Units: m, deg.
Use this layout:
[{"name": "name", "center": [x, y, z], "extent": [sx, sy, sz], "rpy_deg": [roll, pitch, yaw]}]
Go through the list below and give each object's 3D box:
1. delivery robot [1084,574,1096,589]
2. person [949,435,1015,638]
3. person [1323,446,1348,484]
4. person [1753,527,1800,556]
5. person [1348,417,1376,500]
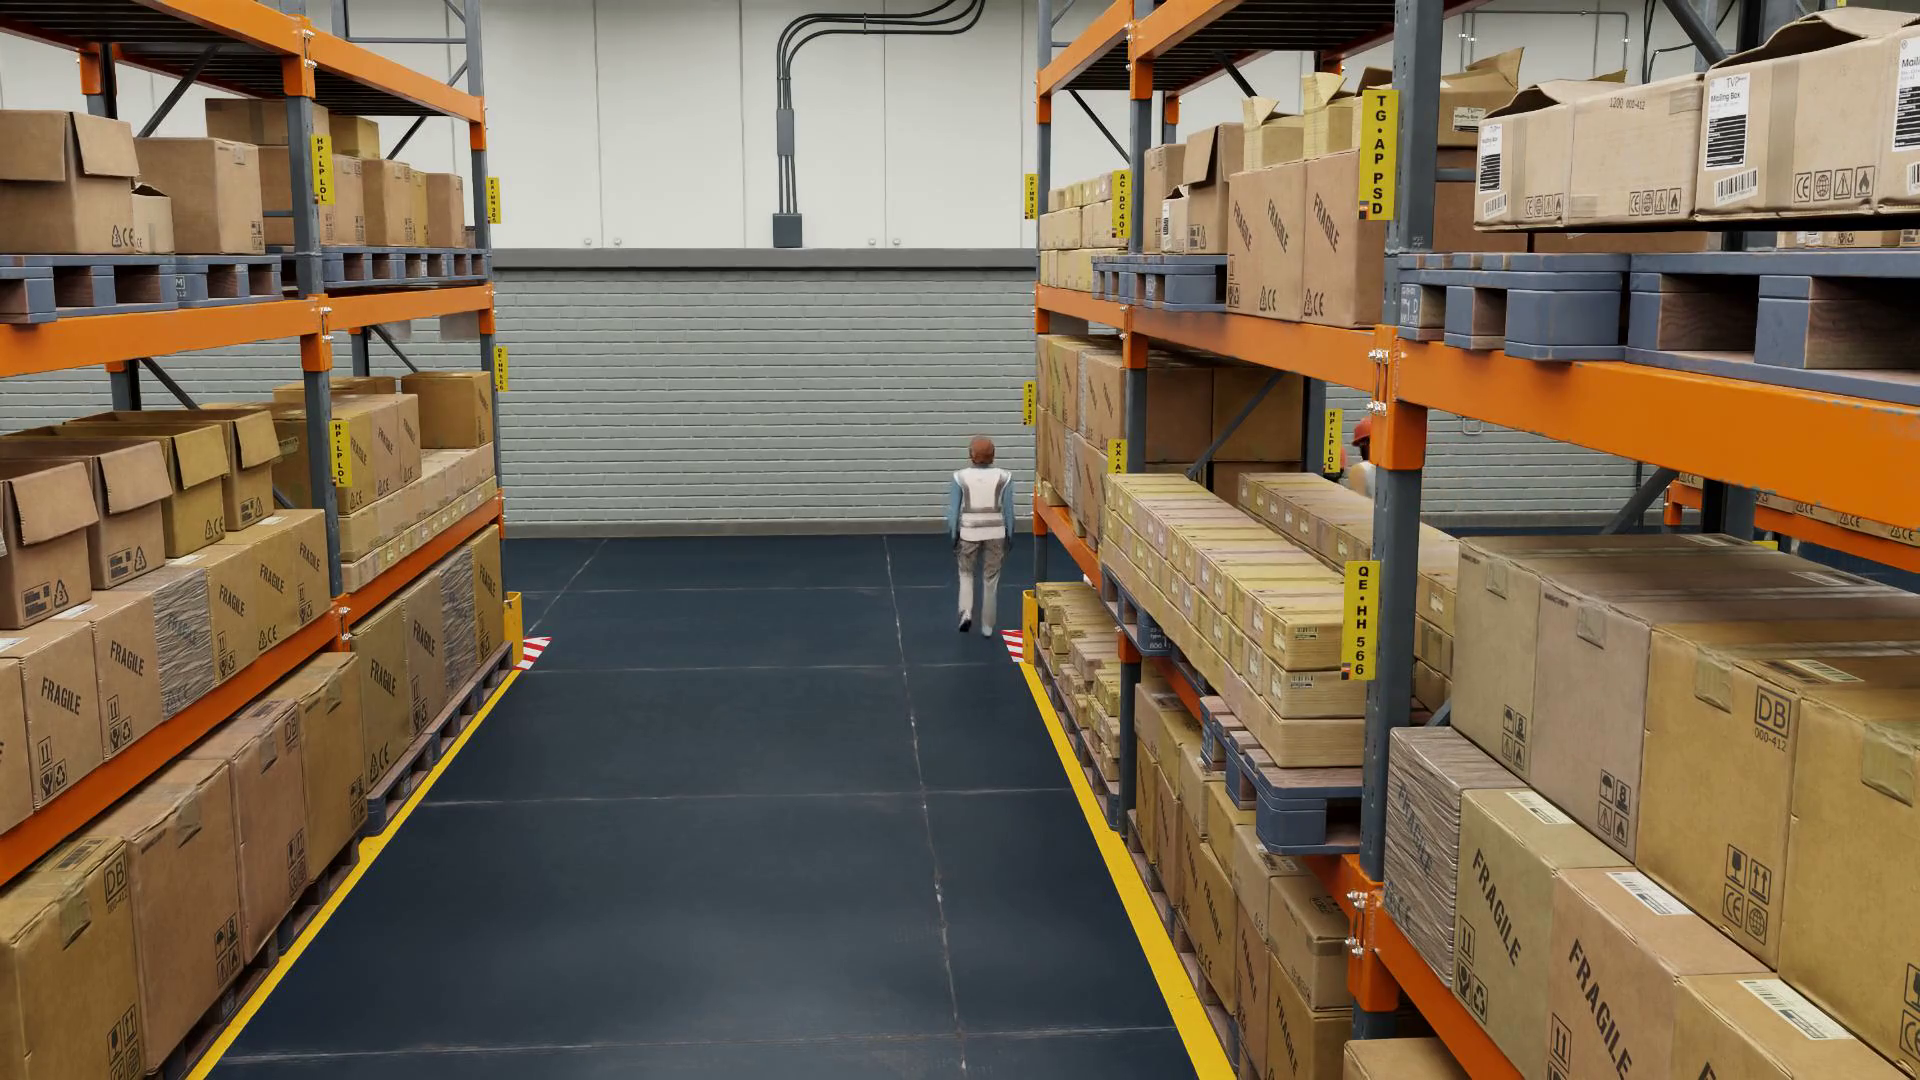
[{"name": "delivery robot", "center": [1.349, 0.406, 13.644], "extent": [0.477, 0.478, 0.707], "rpy_deg": [-9, 13, -42]}, {"name": "person", "center": [0.180, -0.021, 13.298], "extent": [0.530, 1.627, 0.363], "rpy_deg": [0, 10, 0]}, {"name": "person", "center": [2.322, 0.300, 10.646], "extent": [0.558, 1.890, 0.977], "rpy_deg": [-1, 10, -8]}, {"name": "person", "center": [6.709, -0.076, 13.685], "extent": [0.612, 1.602, 0.551], "rpy_deg": [4, 11, 24]}, {"name": "person", "center": [2.961, 0.067, 12.011], "extent": [0.604, 1.884, 0.551], "rpy_deg": [-5, 11, -26]}]
